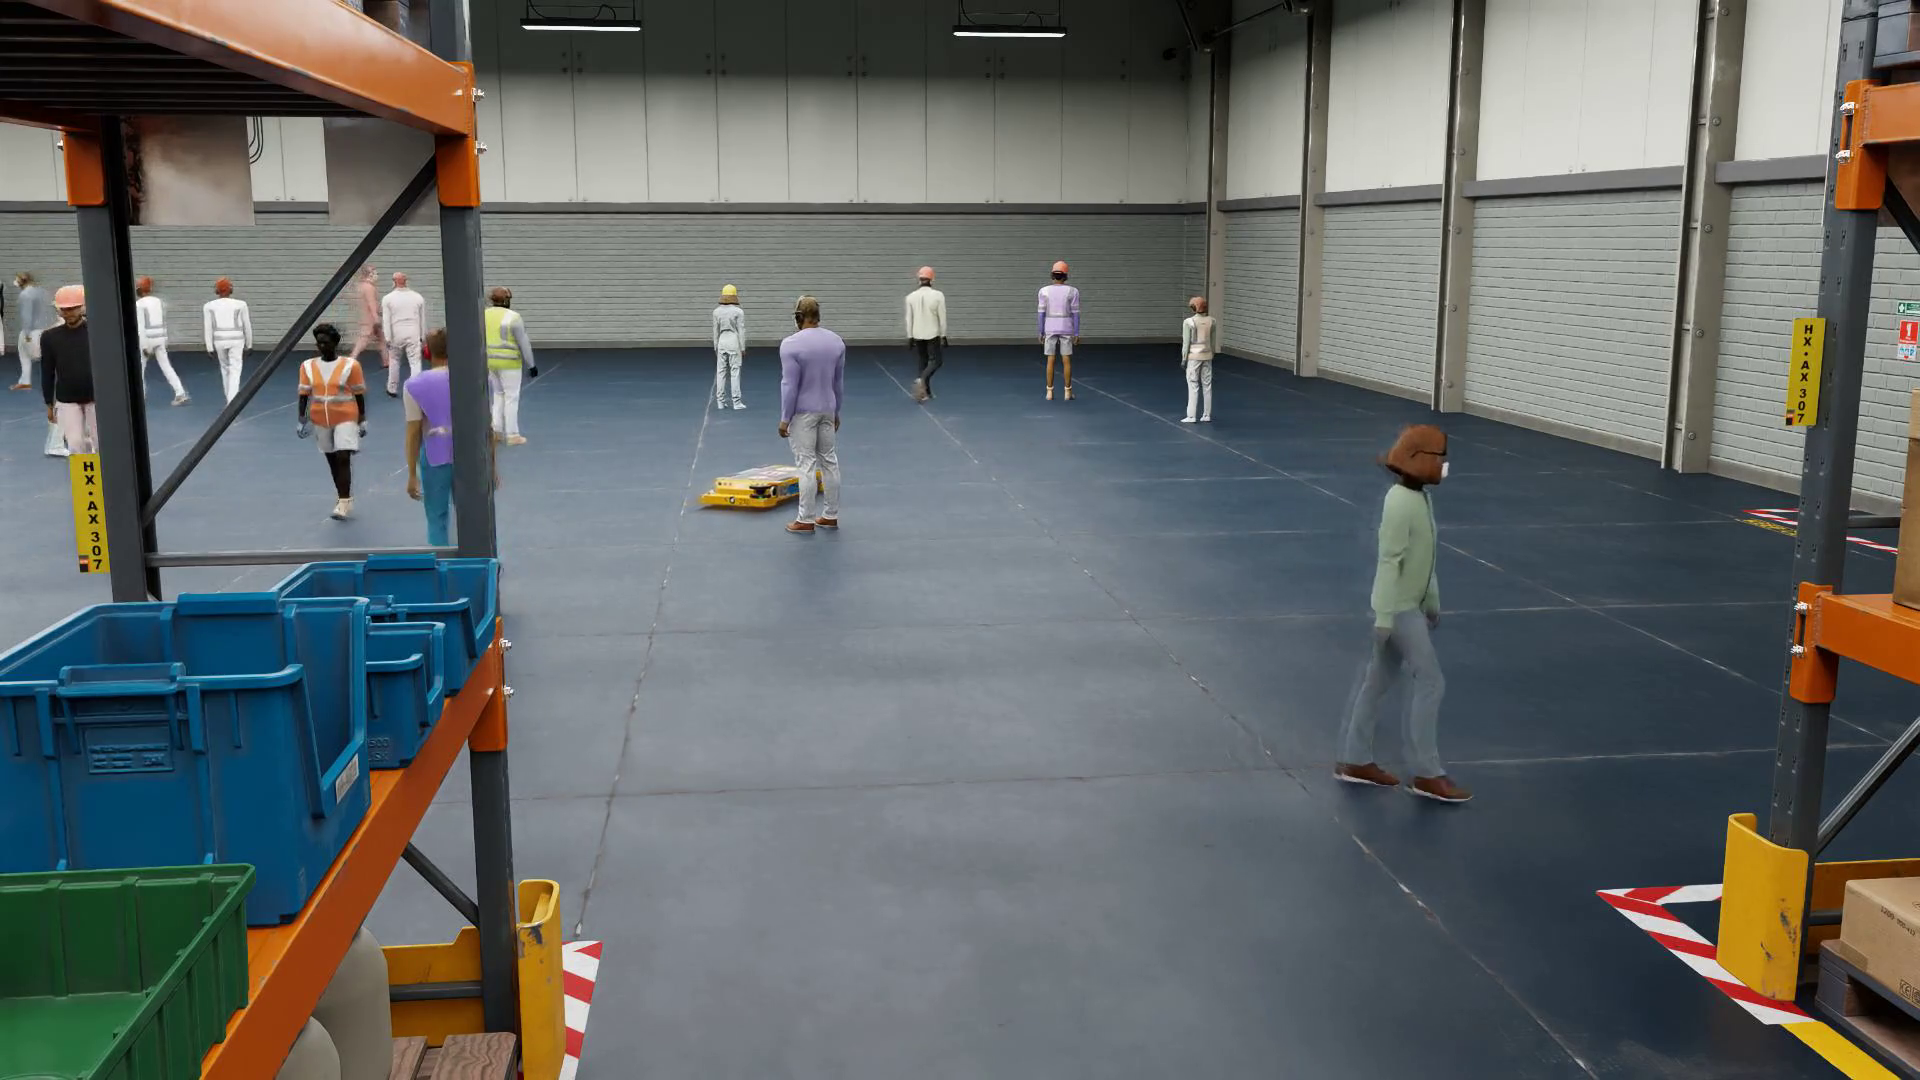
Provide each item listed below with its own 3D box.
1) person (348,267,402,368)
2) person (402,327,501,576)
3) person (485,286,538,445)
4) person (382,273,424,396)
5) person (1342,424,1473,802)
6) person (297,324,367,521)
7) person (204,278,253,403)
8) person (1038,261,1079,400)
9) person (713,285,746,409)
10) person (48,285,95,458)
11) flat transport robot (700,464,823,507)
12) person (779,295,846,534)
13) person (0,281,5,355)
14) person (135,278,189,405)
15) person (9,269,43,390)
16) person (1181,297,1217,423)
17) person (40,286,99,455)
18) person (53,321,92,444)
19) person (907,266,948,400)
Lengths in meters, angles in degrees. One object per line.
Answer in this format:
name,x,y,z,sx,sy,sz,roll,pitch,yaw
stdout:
person,-10.792,-4.053,30.371,0.950,1.872,0.652,-4,11,-21
person,-3.311,-0.476,10.888,0.601,1.820,0.612,-8,13,-38
person,-5.256,-2.007,19.248,0.649,1.834,0.464,5,12,27
person,-8.319,-3.037,24.824,0.645,1.864,0.964,-6,12,-32
person,1.985,0.309,7.132,0.701,1.604,0.520,5,11,24
person,-5.354,-0.987,14.092,0.548,1.657,0.808,0,10,2
person,-10.077,-2.676,22.893,0.568,1.846,0.964,-2,11,-11
person,1.456,-3.078,24.539,0.611,2.042,0.396,2,10,9
person,-3.221,-2.703,23.334,0.485,1.738,0.322,4,11,23
person,-9.652,-1.843,18.219,0.831,1.876,0.603,-9,14,-42
flat transport robot,-1.754,-0.514,15.345,0.652,0.197,1.431,4,11,21
person,-1.211,-1.014,13.515,0.628,1.939,0.372,-10,14,-44
person,-19.669,-4.637,33.651,0.429,1.840,0.622,7,12,32
person,-11.511,-2.820,23.721,0.988,1.840,0.579,4,11,19
person,-14.596,-3.324,26.284,0.855,1.912,0.632,-5,11,-25
person,3.089,-2.323,21.518,0.512,1.638,0.307,-5,12,-27
person,-7.783,-1.260,14.752,0.636,1.973,0.513,-3,11,-18
person,-10.253,-1.954,19.158,0.546,1.750,0.507,6,12,28
person,-0.506,-3.011,24.352,0.630,1.978,0.658,5,12,27
